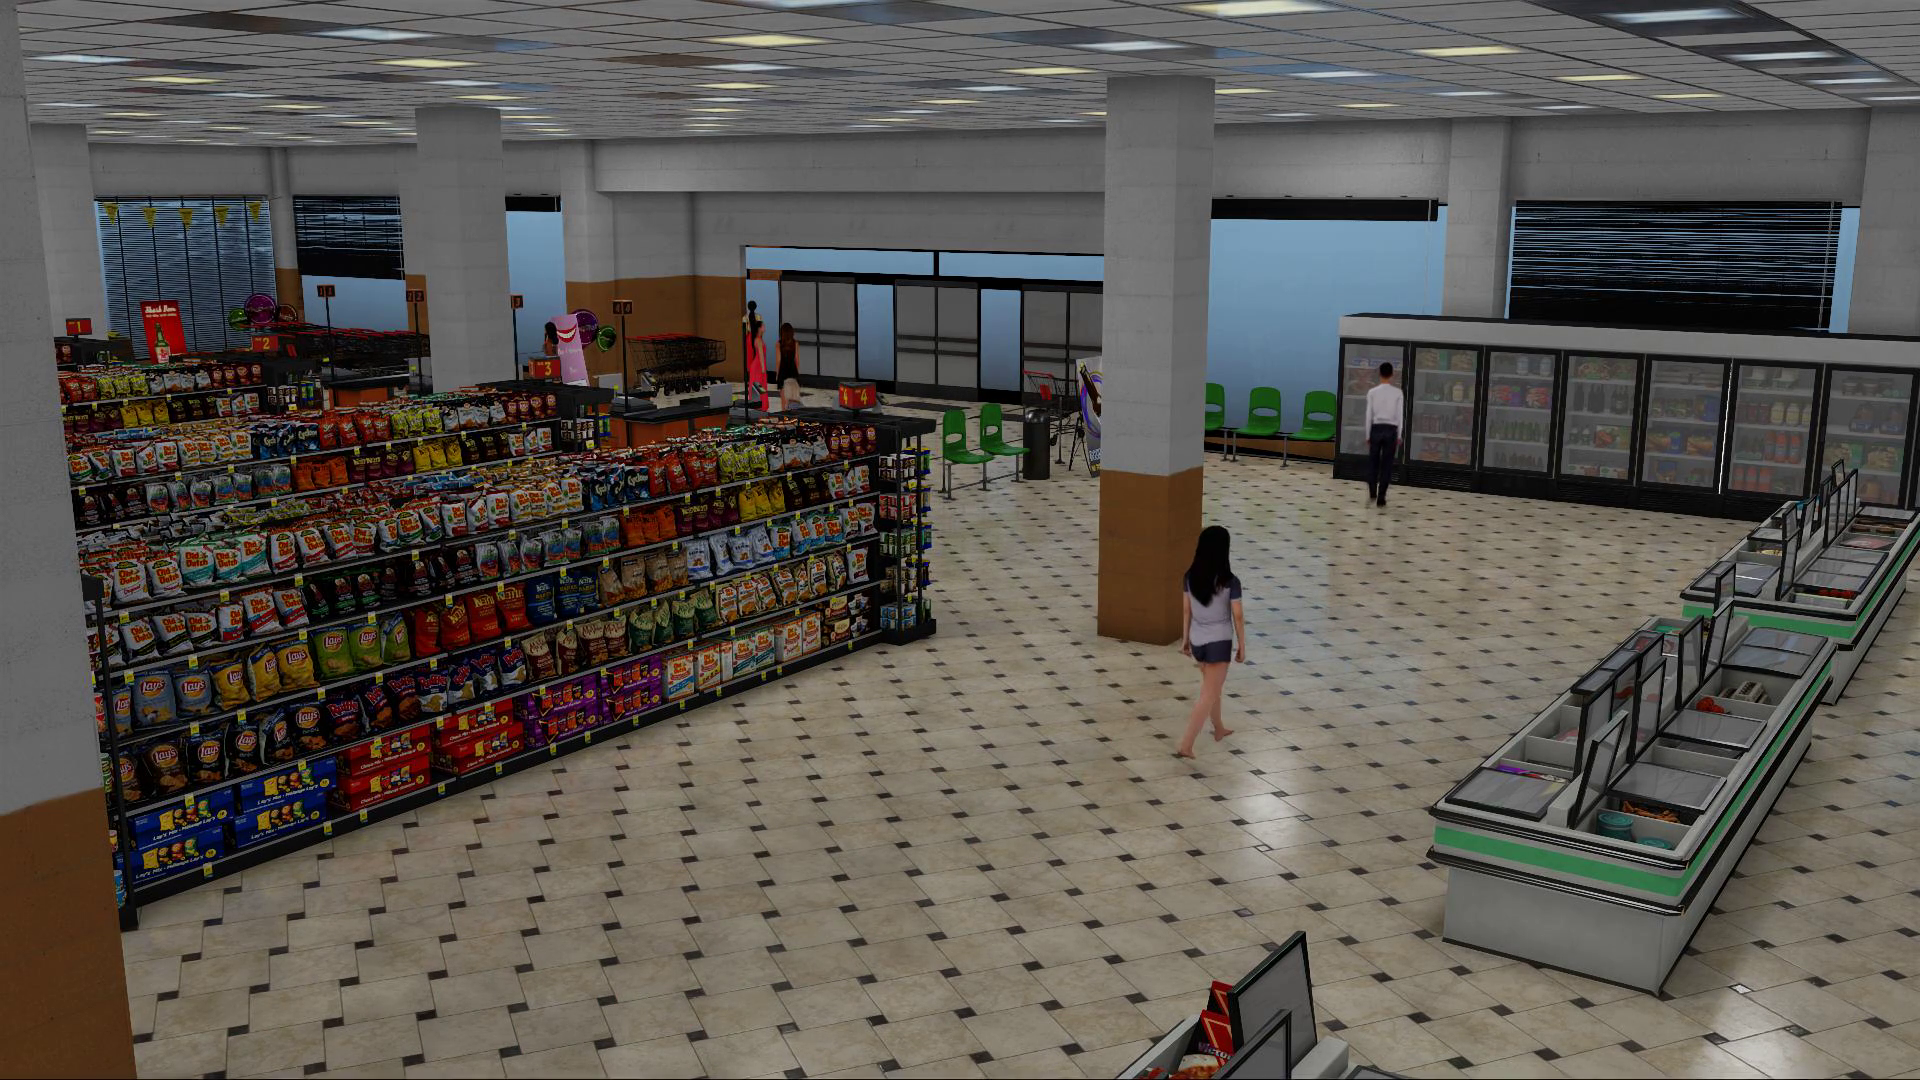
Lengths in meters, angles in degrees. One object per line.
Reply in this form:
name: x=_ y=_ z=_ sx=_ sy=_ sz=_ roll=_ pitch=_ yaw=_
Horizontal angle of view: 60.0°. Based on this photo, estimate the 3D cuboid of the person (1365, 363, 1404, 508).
person: x=5.450 y=-1.336 z=21.405 sx=0.754 sy=1.844 sz=0.969 roll=4 pitch=13 yaw=20

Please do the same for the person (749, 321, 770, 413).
person: x=-3.634 y=-3.105 z=30.092 sx=0.750 sy=1.725 sz=0.716 roll=-4 pitch=13 yaw=-19

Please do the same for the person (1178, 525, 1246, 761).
person: x=1.752 y=0.765 z=11.864 sx=0.633 sy=1.665 sz=1.111 roll=9 pitch=15 yaw=36

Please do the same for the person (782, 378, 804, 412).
person: x=-2.018 y=-1.175 z=20.988 sx=0.860 sy=1.701 sz=0.900 roll=2 pitch=12 yaw=8

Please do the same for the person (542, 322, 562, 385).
person: x=-7.549 y=-3.216 z=30.814 sx=0.784 sy=1.645 sz=0.639 roll=2 pitch=12 yaw=7

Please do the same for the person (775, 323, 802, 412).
person: x=-2.925 y=-2.766 z=28.220 sx=0.633 sy=1.834 sz=0.729 roll=-5 pitch=13 yaw=-22

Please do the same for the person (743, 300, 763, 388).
person: x=-4.300 y=-4.078 z=34.548 sx=0.630 sy=1.793 sz=0.735 roll=-5 pitch=13 yaw=-23
